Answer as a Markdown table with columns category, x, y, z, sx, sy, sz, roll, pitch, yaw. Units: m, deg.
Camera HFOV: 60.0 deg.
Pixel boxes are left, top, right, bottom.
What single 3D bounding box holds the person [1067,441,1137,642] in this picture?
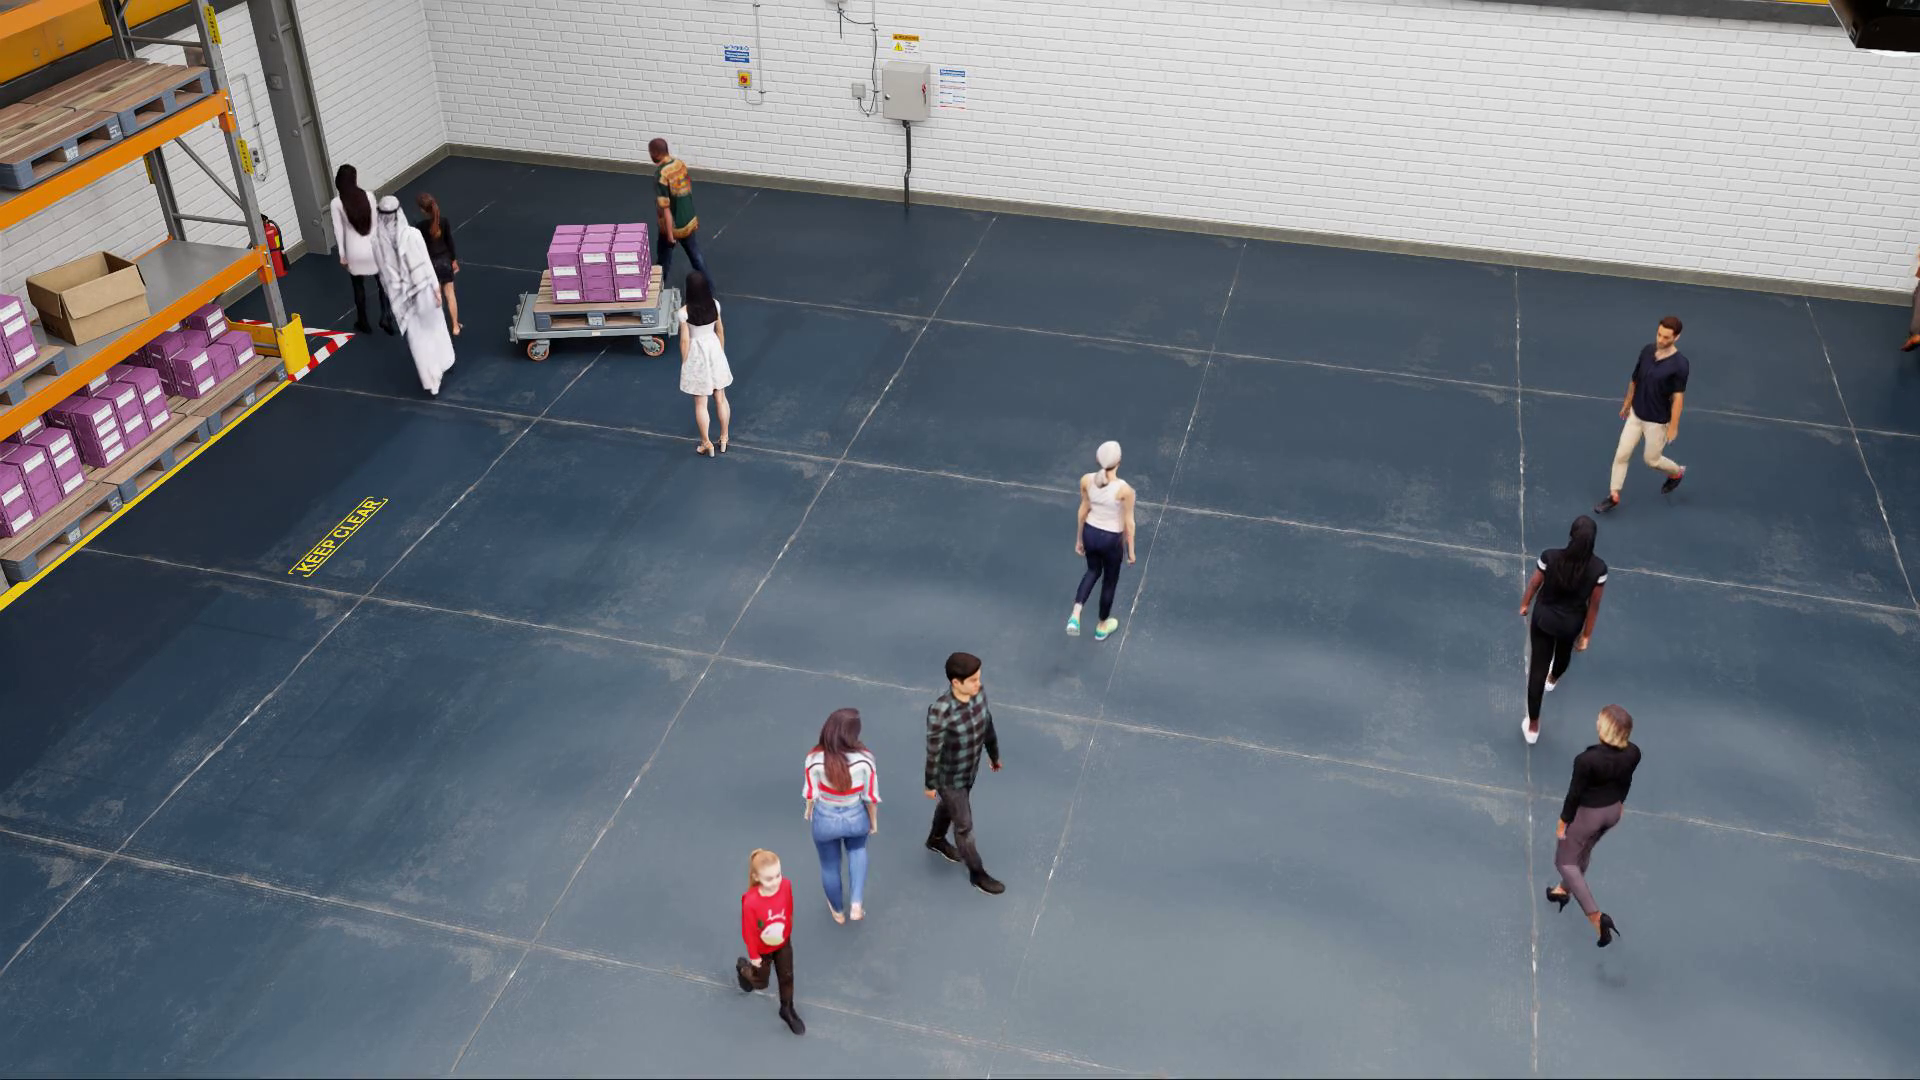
| category | x | y | z | sx | sy | sz | roll | pitch | yaw |
| --- | --- | --- | --- | --- | --- | --- | --- | --- | --- |
| person | 1.018 | 0.075 | 12.320 | 0.759 | 1.689 | 0.883 | 22 | 39 | 29 |

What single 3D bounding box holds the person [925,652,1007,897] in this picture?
| category | x | y | z | sx | sy | sz | roll | pitch | yaw |
| --- | --- | --- | --- | --- | --- | --- | --- | --- | --- |
| person | -0.070 | 1.363 | 10.267 | 0.939 | 1.701 | 1.005 | 22 | 39 | 29 |

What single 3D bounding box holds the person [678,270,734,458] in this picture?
| category | x | y | z | sx | sy | sz | roll | pitch | yaw |
| --- | --- | --- | --- | --- | --- | --- | --- | --- | --- |
| person | -2.256 | -1.561 | 14.706 | 0.770 | 1.775 | 0.834 | -19 | 38 | -26 |

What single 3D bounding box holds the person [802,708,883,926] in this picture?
| category | x | y | z | sx | sy | sz | roll | pitch | yaw |
| --- | --- | --- | --- | --- | --- | --- | --- | --- | --- |
| person | -0.695 | 1.719 | 9.924 | 0.737 | 1.604 | 0.777 | -7 | 34 | -11 |

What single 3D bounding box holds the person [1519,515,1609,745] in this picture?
| category | x | y | z | sx | sy | sz | roll | pitch | yaw |
| --- | --- | --- | --- | --- | --- | --- | --- | --- | --- |
| person | 4.110 | 0.643 | 11.464 | 0.627 | 1.693 | 1.091 | 8 | 34 | 11 |

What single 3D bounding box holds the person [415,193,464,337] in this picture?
| category | x | y | z | sx | sy | sz | roll | pitch | yaw |
| --- | --- | --- | --- | --- | --- | --- | --- | --- | --- |
| person | -5.262 | -2.761 | 16.716 | 0.674 | 1.548 | 0.742 | -16 | 37 | -23 |

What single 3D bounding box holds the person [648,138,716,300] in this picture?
| category | x | y | z | sx | sy | sz | roll | pitch | yaw |
| --- | --- | --- | --- | --- | --- | --- | --- | --- | --- |
| person | -2.883 | -3.269 | 17.299 | 0.920 | 1.749 | 1.151 | 15 | 37 | 22 |

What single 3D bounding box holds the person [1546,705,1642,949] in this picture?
| category | x | y | z | sx | sy | sz | roll | pitch | yaw |
| --- | --- | --- | --- | --- | --- | --- | --- | --- | --- |
| person | 3.797 | 1.723 | 9.876 | 0.897 | 1.652 | 1.007 | -12 | 35 | -17 |

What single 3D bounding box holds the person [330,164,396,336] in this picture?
| category | x | y | z | sx | sy | sz | roll | pitch | yaw |
| --- | --- | --- | --- | --- | --- | --- | --- | --- | --- |
| person | -5.934 | -2.874 | 16.663 | 0.930 | 1.794 | 0.999 | -24 | 40 | -31 |

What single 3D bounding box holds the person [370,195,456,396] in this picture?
| category | x | y | z | sx | sy | sz | roll | pitch | yaw |
| --- | --- | --- | --- | --- | --- | --- | --- | --- | --- |
| person | -5.155 | -2.249 | 15.634 | 0.994 | 1.893 | 1.128 | -6 | 34 | -9 |

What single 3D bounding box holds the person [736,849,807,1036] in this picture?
| category | x | y | z | sx | sy | sz | roll | pitch | yaw |
| --- | --- | --- | --- | --- | --- | --- | --- | --- | --- |
| person | -1.112 | 2.243 | 9.439 | 0.777 | 1.269 | 0.804 | -23 | 40 | -30 |

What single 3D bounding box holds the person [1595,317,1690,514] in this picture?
| category | x | y | z | sx | sy | sz | roll | pitch | yaw |
| --- | --- | --- | --- | --- | --- | --- | --- | --- | --- |
| person | 5.840 | -1.048 | 13.891 | 1.175 | 1.822 | 1.108 | -16 | 37 | -23 |
